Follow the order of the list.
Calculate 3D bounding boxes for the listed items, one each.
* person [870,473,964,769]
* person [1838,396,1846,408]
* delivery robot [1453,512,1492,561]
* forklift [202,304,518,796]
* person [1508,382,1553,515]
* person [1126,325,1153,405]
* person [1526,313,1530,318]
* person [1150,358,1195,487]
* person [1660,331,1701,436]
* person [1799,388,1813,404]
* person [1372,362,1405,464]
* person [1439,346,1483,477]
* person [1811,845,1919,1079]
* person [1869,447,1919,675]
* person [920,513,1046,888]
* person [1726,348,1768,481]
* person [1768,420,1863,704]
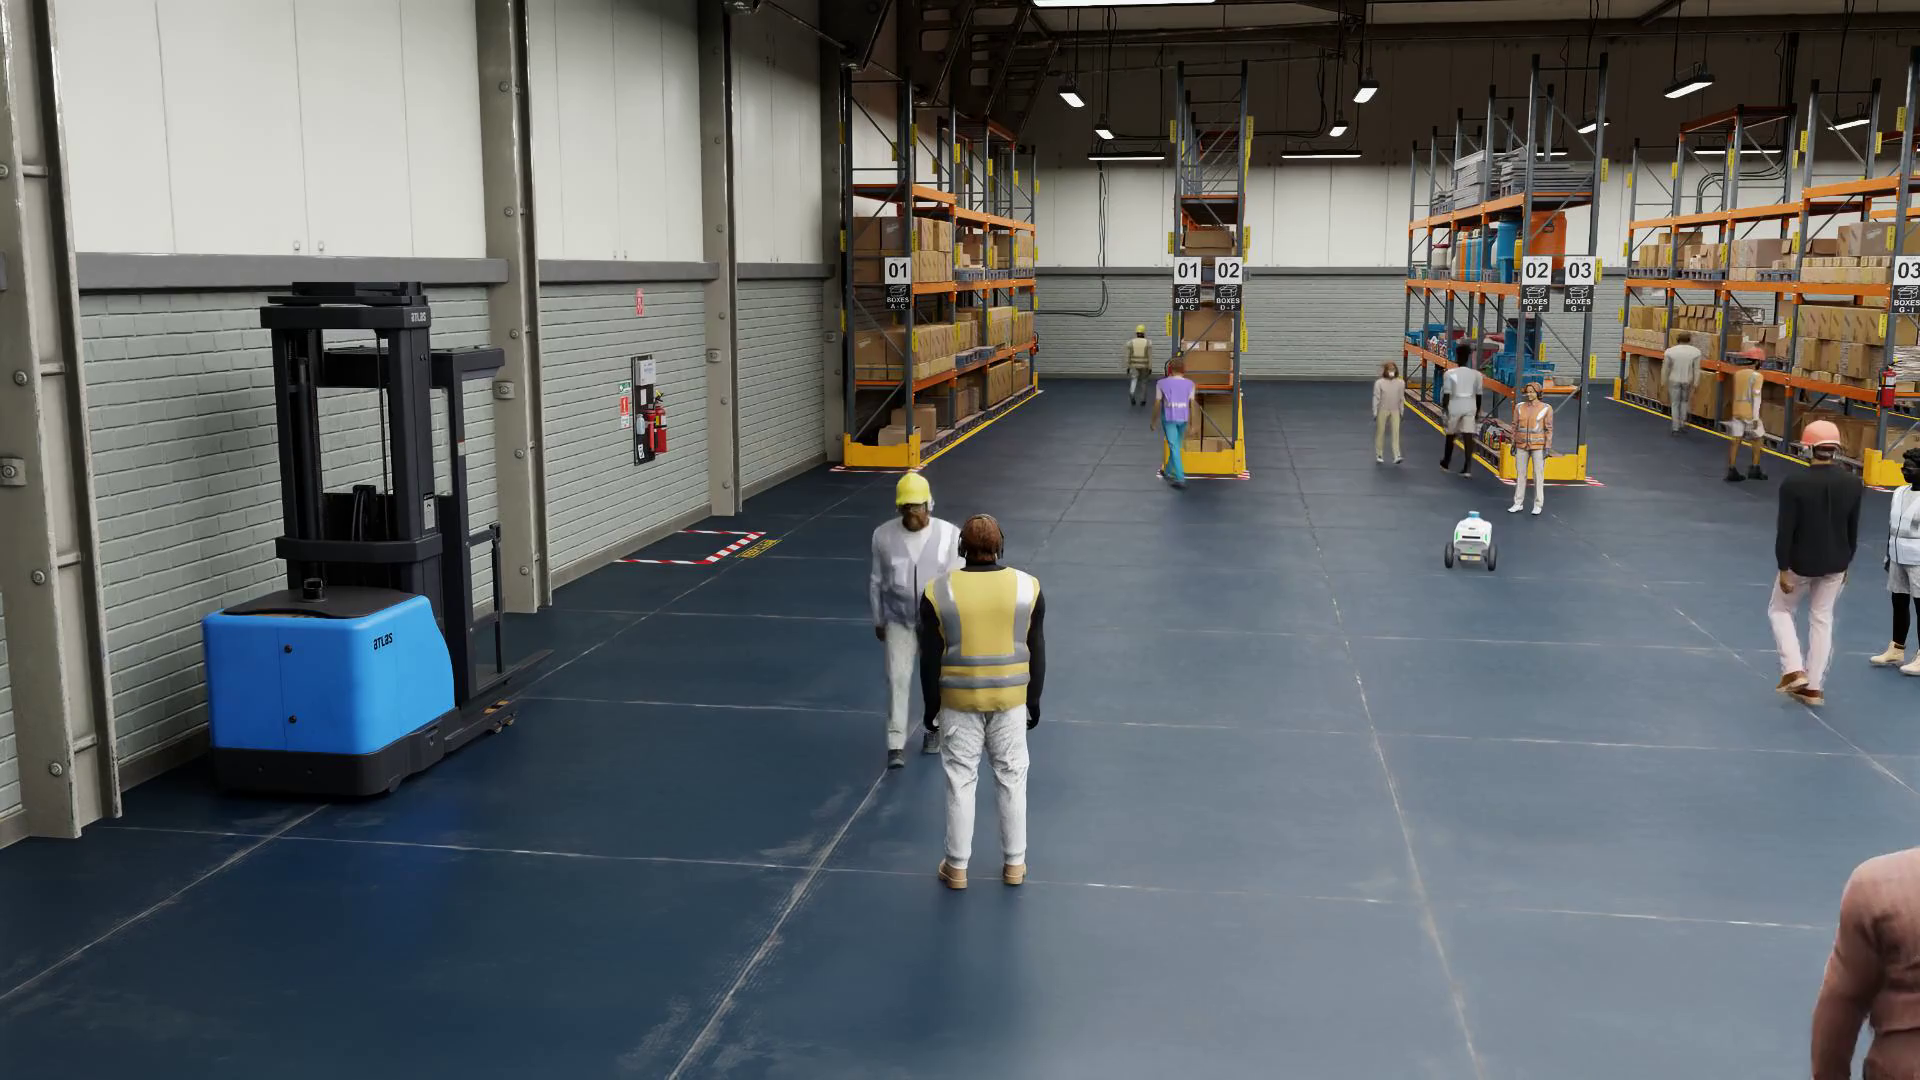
[{"bbox_3d":[-0.257,0.489,10.108,0.599,1.783,0.921,0,9,1],"label":"person"},{"bbox_3d":[19.501,-3.792,36.569,0.603,1.791,0.949,2,9,13],"label":"person"},{"bbox_3d":[5.268,-0.049,17.080,0.477,0.478,0.707,3,10,20],"label":"delivery robot"},{"bbox_3d":[-3.673,-0.038,10.147,1.129,2.768,1.873,1,9,9],"label":"forklift"},{"bbox_3d":[7.083,-1.142,20.639,0.523,1.639,0.306,8,12,42],"label":"person"},{"bbox_3d":[4.000,-3.900,37.137,0.599,1.811,0.746,3,10,17],"label":"person"},{"bbox_3d":[13.662,-4.501,40.301,0.614,1.987,0.407,-4,10,-24],"label":"person"},{"bbox_3d":[2.997,-1.659,23.401,0.567,1.779,1.012,-3,10,-19],"label":"person"},{"bbox_3d":[13.202,-2.883,30.550,0.651,1.907,0.833,2,9,11],"label":"person"},{"bbox_3d":[17.739,-3.615,34.818,0.621,1.999,1.027,-1,9,-4],"label":"person"},{"bbox_3d":[6.700,-1.982,25.985,0.528,1.584,0.867,0,9,-1],"label":"person"},{"bbox_3d":[7.391,-1.911,24.546,0.628,1.905,1.020,0,9,-2],"label":"person"},{"bbox_3d":[2.557,1.400,4.293,0.666,1.860,0.913,3,10,17],"label":"person"},{"bbox_3d":[7.145,0.153,12.479,0.317,1.695,0.540,-2,9,-10],"label":"person"},{"bbox_3d":[0.105,0.784,8.147,0.627,1.844,0.429,-1,9,-9],"label":"person"},{"bbox_3d":[11.360,-1.799,23.871,0.727,1.906,0.569,-3,10,-20],"label":"person"},{"bbox_3d":[5.954,0.153,11.616,0.621,1.978,0.438,0,9,1],"label":"person"}]
